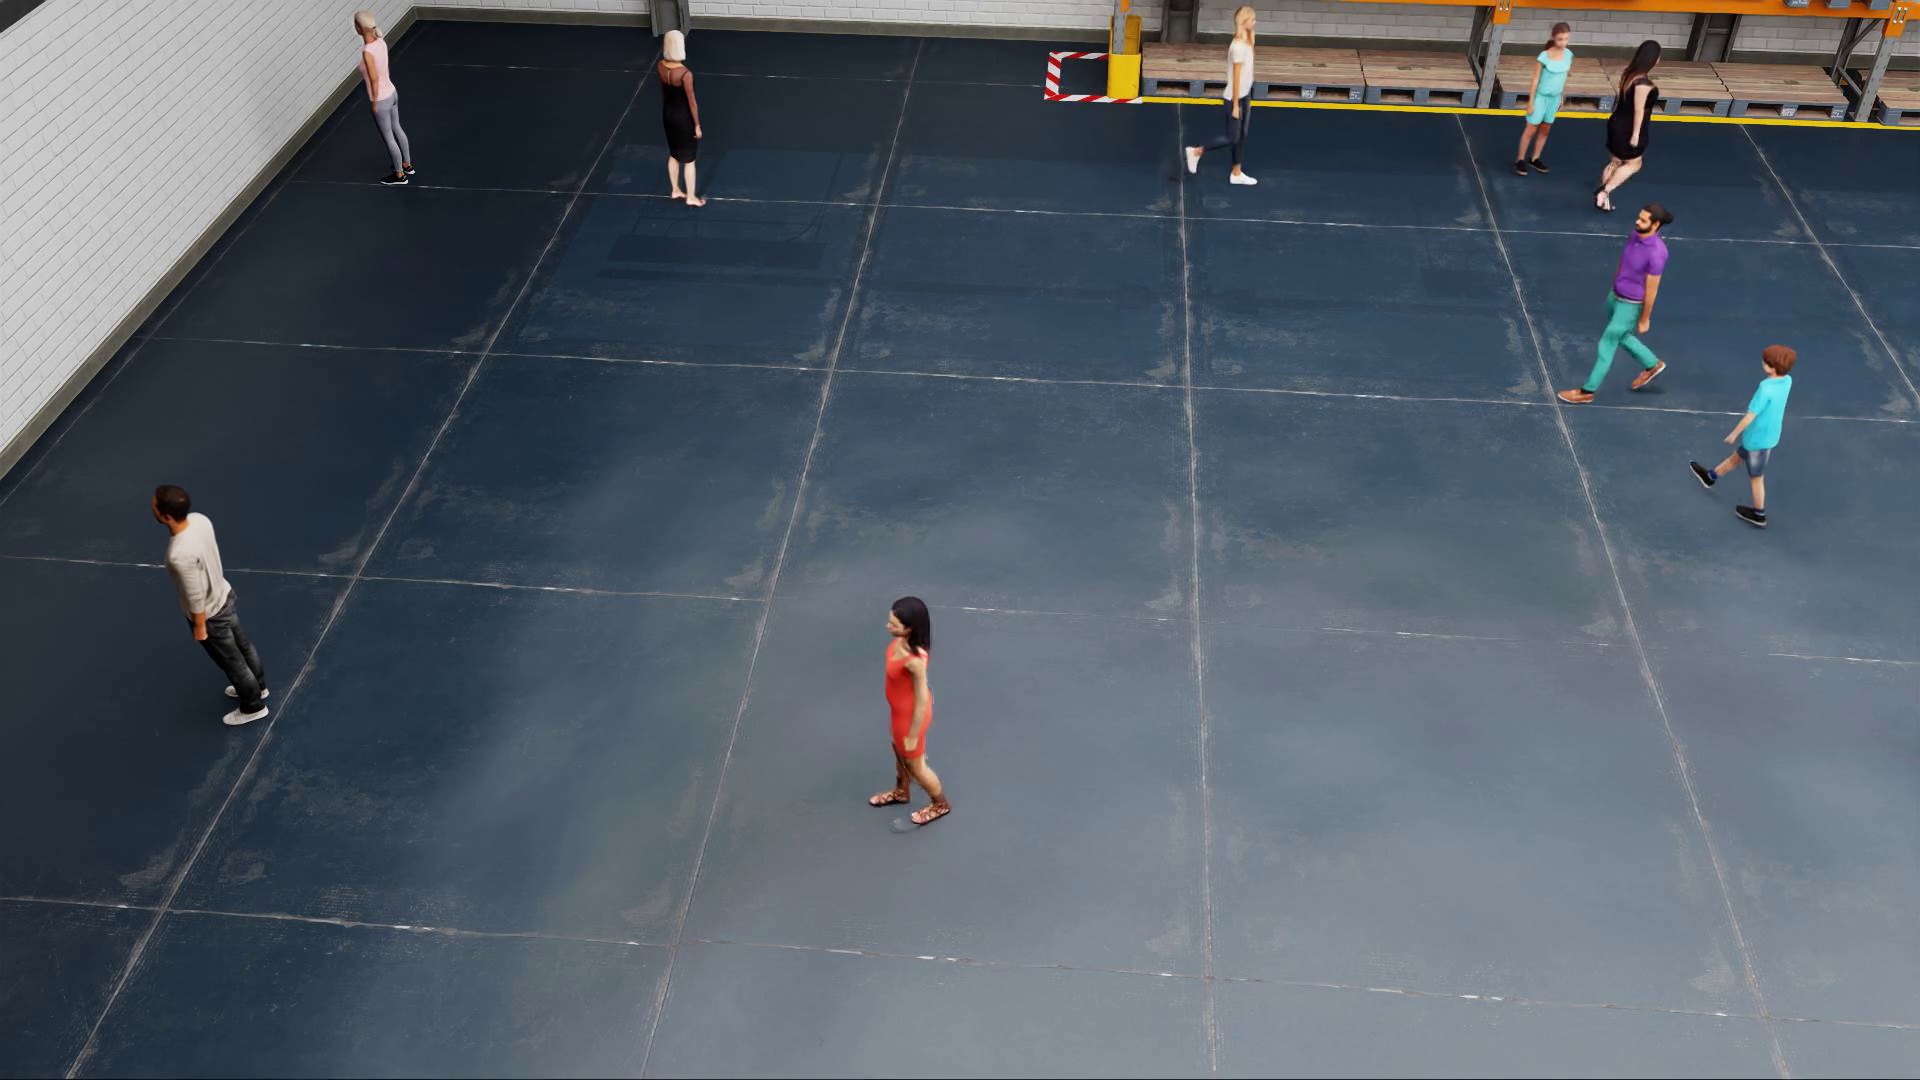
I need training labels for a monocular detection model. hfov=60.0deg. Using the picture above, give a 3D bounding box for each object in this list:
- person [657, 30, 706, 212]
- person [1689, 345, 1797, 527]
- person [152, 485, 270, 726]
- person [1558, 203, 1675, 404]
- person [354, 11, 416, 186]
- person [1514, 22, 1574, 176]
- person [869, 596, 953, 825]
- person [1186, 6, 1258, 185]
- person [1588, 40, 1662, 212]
[{"bbox_3d":[-2.672,-3.987,15.846,0.636,1.742,0.730,27,46,30],"label":"person"},{"bbox_3d":[5.856,-0.730,12.030,0.903,1.415,0.978,-28,46,-31],"label":"person"},{"bbox_3d":[-4.631,0.391,10.309,0.624,1.811,0.700,-4,39,-5],"label":"person"},{"bbox_3d":[5.388,-1.865,13.190,1.189,1.741,0.787,-4,39,-4],"label":"person"},{"bbox_3d":[-5.655,-4.346,16.309,0.524,1.726,0.549,4,39,5],"label":"person"},{"bbox_3d":[5.802,-4.389,16.499,0.558,1.555,0.673,-11,40,-13],"label":"person"},{"bbox_3d":[-0.271,0.991,9.632,0.797,1.718,0.711,-7,39,-9],"label":"person"},{"bbox_3d":[2.604,-4.292,16.187,1.022,1.794,0.773,13,40,16],"label":"person"},{"bbox_3d":[6.234,-3.869,15.740,0.672,1.690,0.695,0,39,0],"label":"person"}]
